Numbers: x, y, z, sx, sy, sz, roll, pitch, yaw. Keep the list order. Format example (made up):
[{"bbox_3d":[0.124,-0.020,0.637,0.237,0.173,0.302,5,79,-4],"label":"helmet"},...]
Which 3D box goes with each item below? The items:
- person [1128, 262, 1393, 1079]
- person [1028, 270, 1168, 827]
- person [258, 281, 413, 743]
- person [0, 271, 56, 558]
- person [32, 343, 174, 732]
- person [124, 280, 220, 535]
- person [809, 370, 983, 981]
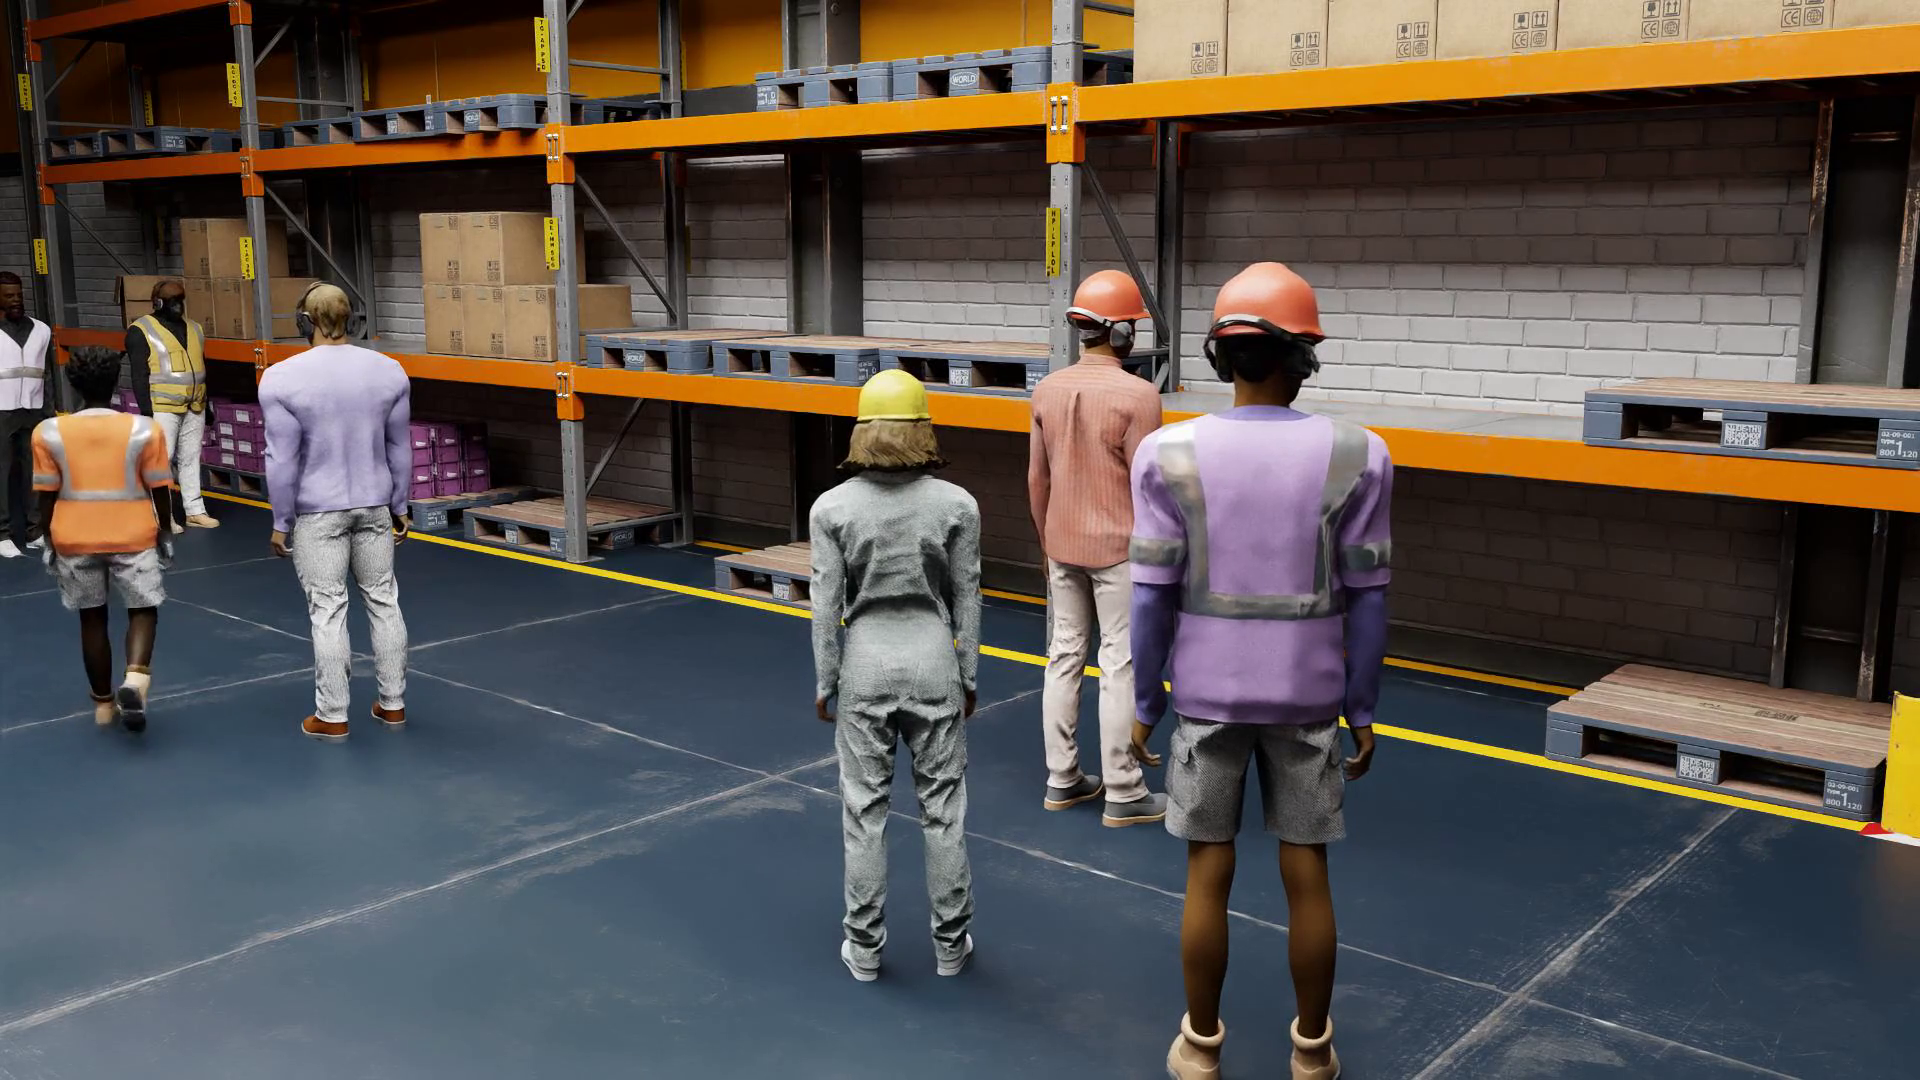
[{"bbox_3d":[0.704,0.366,3.999,0.609,2.040,0.395,1,10,7],"label":"person"},{"bbox_3d":[0.518,0.033,6.020,0.379,1.996,0.609,-10,14,-43],"label":"person"},{"bbox_3d":[-2.612,-0.114,7.019,0.629,1.940,0.373,-9,13,-42],"label":"person"},{"bbox_3d":[-6.424,-0.857,11.306,0.398,1.920,0.590,5,11,27],"label":"person"},{"bbox_3d":[-3.602,0.017,7.023,0.540,1.684,0.582,-4,11,-20],"label":"person"},{"bbox_3d":[-5.743,-0.973,12.189,0.429,1.844,0.627,5,11,25],"label":"person"},{"bbox_3d":[-0.178,0.390,4.728,0.483,1.738,0.312,-1,10,-4],"label":"person"}]
